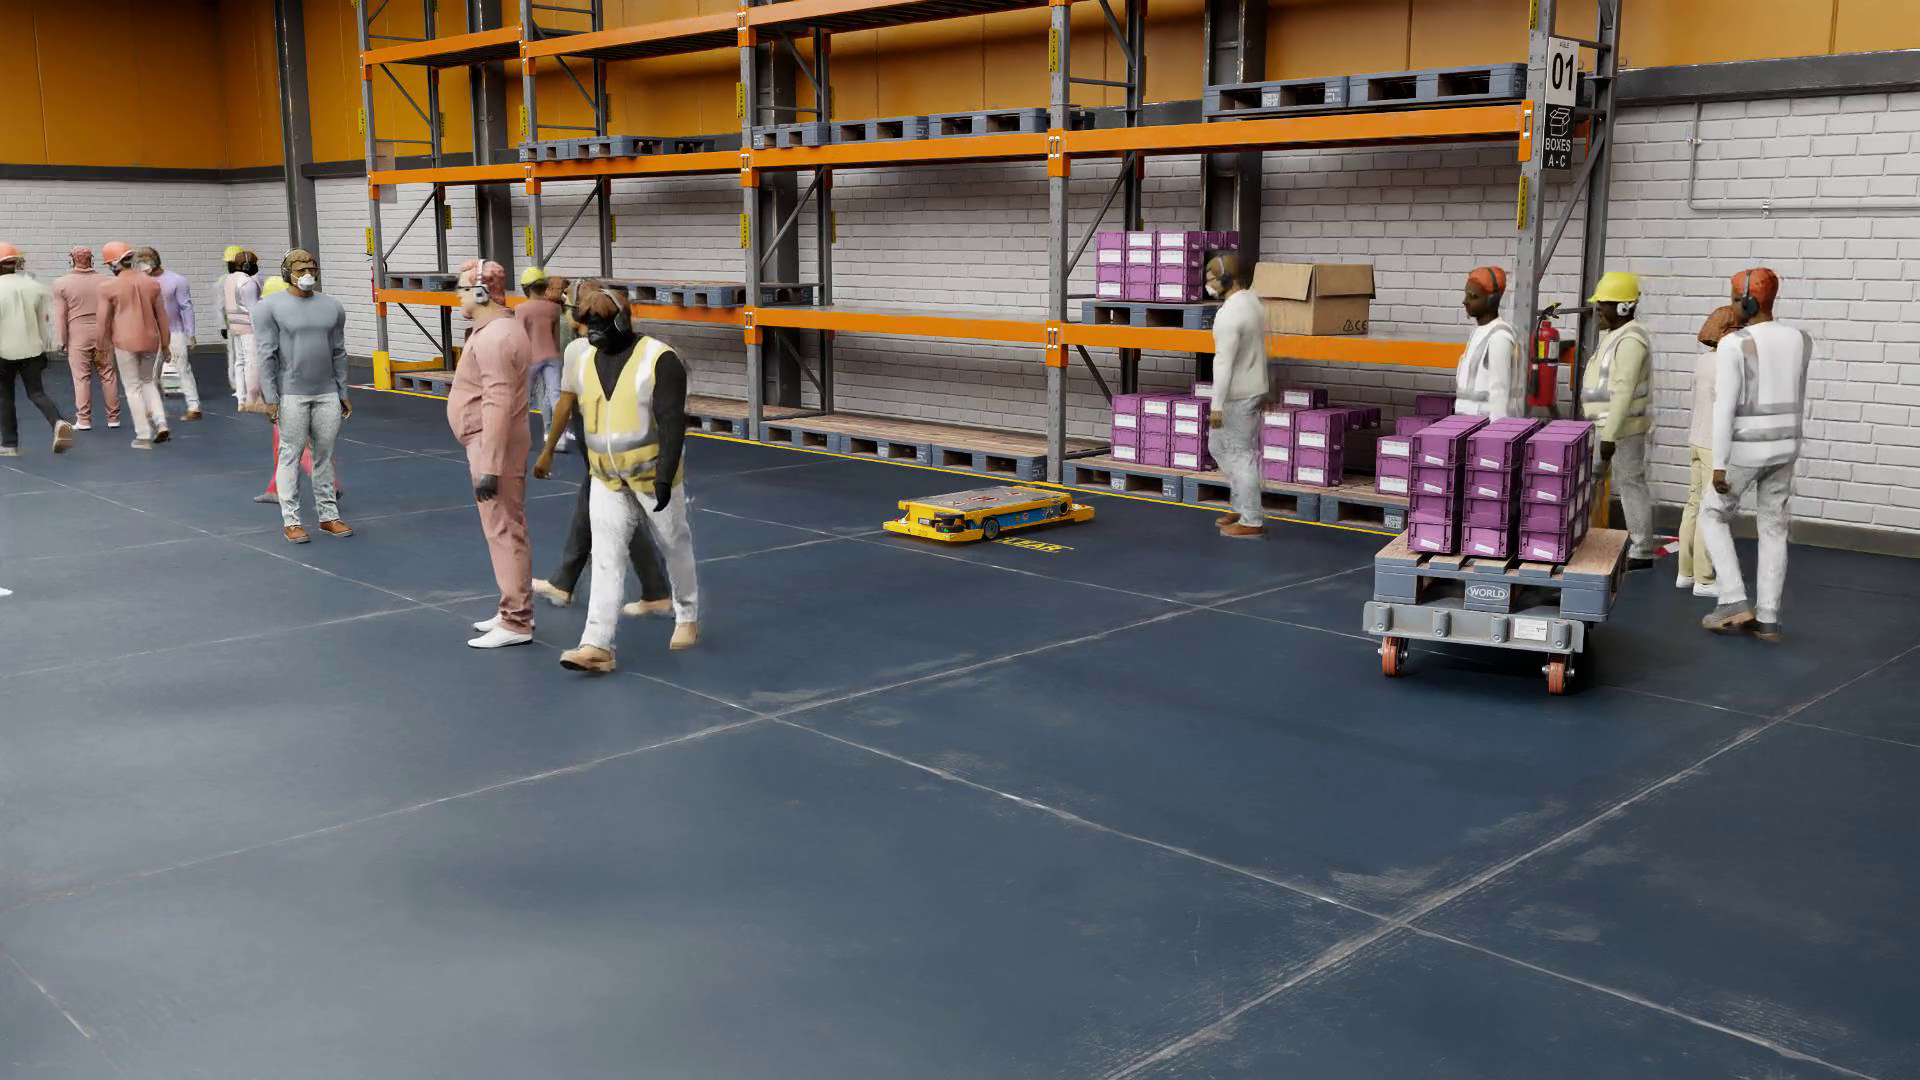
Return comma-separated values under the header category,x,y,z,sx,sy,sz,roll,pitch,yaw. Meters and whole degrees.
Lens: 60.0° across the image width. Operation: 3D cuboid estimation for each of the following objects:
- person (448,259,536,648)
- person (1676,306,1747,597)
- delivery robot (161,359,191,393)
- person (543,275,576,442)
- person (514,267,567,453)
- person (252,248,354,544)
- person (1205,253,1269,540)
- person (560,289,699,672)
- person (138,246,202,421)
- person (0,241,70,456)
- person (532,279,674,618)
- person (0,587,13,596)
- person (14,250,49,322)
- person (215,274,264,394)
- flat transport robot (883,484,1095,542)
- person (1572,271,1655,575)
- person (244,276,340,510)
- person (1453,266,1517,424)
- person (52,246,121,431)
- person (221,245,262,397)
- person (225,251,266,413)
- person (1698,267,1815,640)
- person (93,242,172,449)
category,x,y,z,sx,sy,sz,roll,pitch,yaw
person,-2.311,-0.420,8.218,0.403,1.903,0.676,-2,11,-9
person,4.263,-0.500,9.376,0.279,1.634,0.498,1,10,4
delivery robot,-9.739,-2.067,20.614,0.477,0.478,0.707,-4,11,-20
person,-3.926,-1.774,16.330,0.267,1.631,0.507,5,12,26
person,-3.981,-1.680,15.574,0.921,1.713,0.542,10,14,42
person,-4.333,-0.958,11.046,0.372,1.940,0.631,8,13,39
person,1.813,-0.933,11.022,0.540,1.900,0.681,4,11,23
person,-1.557,-0.289,7.864,0.630,1.775,1.011,3,11,18
person,-8.700,-2.242,18.156,0.703,1.911,0.411,-2,11,-9
person,-8.536,-1.722,15.125,0.825,1.973,0.626,6,12,30
person,-1.934,-0.478,8.851,0.961,1.796,0.518,2,11,13
person,-5.687,-0.472,9.288,0.605,1.616,0.503,0,10,0
person,-13.648,-3.320,24.298,0.602,1.807,0.748,-1,10,-6
person,-9.287,-2.801,21.500,0.646,1.802,0.950,-8,13,-38
flat transport robot,0.217,-0.201,11.467,1.431,0.197,0.652,-10,14,-44
person,3.812,-0.686,9.918,0.819,1.799,0.615,2,11,11
person,-4.961,-1.087,12.323,0.887,1.730,0.523,4,11,20
person,2.988,-0.589,9.264,0.734,1.860,0.588,2,11,12
person,-9.084,-2.095,17.335,0.642,1.908,0.407,-10,14,-44
person,-8.986,-2.775,21.047,0.600,1.905,0.725,2,11,13
person,-8.146,-2.382,19.076,0.429,1.842,0.632,-10,15,-44
person,4.007,-0.428,8.375,0.633,1.863,0.483,-2,11,-11
person,-7.858,-1.844,15.818,0.466,1.957,0.652,7,12,34
